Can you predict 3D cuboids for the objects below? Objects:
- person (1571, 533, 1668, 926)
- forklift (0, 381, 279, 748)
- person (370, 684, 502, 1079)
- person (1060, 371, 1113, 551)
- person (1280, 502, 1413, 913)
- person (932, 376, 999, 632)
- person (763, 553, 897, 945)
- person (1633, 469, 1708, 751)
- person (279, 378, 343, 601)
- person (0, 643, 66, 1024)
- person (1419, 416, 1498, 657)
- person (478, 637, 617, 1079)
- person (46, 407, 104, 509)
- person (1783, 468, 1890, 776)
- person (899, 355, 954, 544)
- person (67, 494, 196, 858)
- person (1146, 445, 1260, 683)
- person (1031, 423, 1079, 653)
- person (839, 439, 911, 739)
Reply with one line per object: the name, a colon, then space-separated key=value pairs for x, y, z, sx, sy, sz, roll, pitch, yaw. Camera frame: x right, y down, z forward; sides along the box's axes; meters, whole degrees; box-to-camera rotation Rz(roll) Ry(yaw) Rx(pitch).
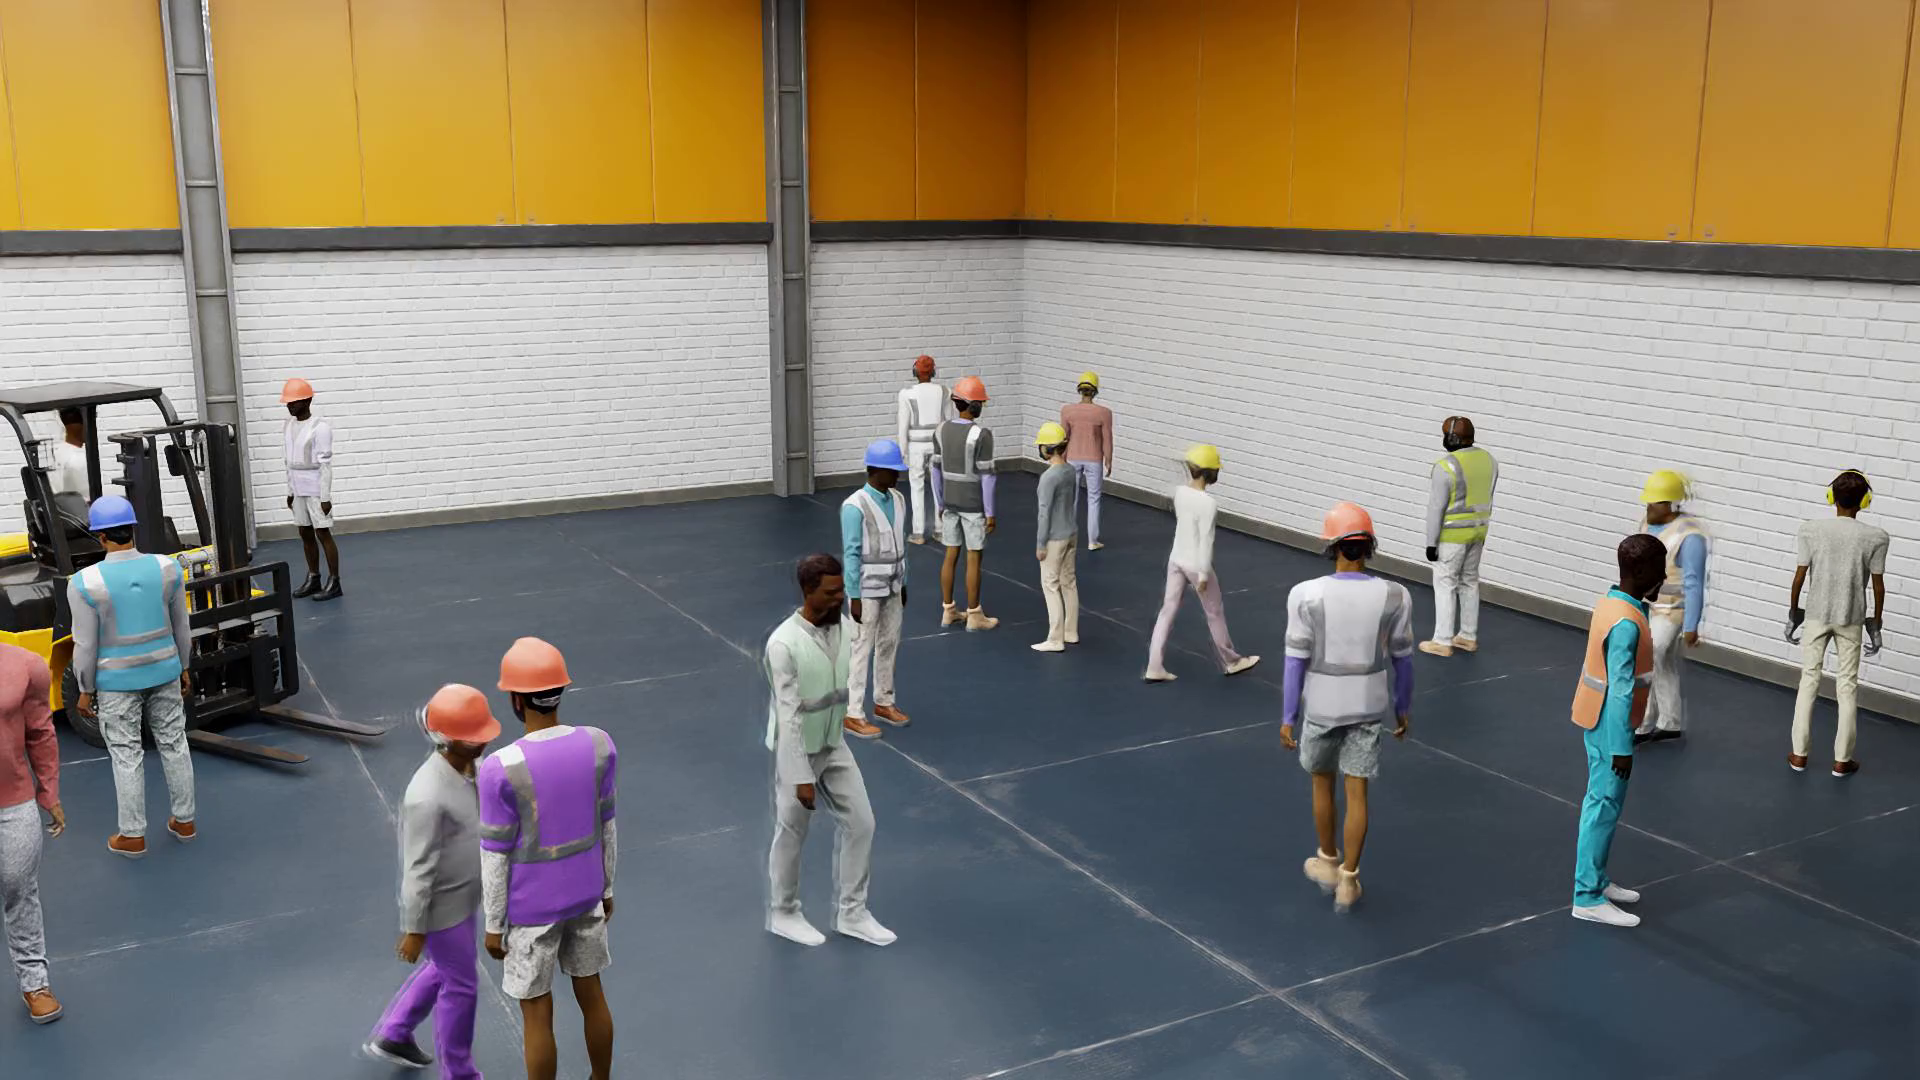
person: x=3.162 y=0.903 z=8.047 sx=0.397 sy=1.911 sz=0.587 roll=4 pitch=13 yaw=18
forklift: x=-5.853 y=0.085 z=11.199 sx=2.313 sy=2.155 sz=1.214 roll=7 pitch=14 yaw=28
person: x=-2.009 y=1.353 z=6.380 sx=0.623 sy=1.725 sz=0.587 roll=0 pitch=12 yaw=2
person: x=1.230 y=-0.769 z=16.243 sx=0.532 sy=1.758 sz=0.345 roll=3 pitch=13 yaw=16
person: x=1.904 y=0.807 z=8.221 sx=0.657 sy=2.024 sz=0.566 roll=0 pitch=12 yaw=1
person: x=0.060 y=-0.289 z=13.311 sx=0.610 sy=2.042 sz=0.396 roll=11 pitch=16 yaw=42
person: x=-0.606 y=1.006 z=7.651 sx=0.748 sy=1.869 sz=0.587 roll=8 pitch=14 yaw=33
person: x=4.334 y=0.440 z=10.456 sx=0.682 sy=1.800 sz=0.603 roll=-1 pitch=12 yaw=-2
person: x=-5.595 y=-0.430 z=14.260 sx=0.540 sy=1.930 sz=0.383 roll=8 pitch=14 yaw=33
person: x=-4.084 y=1.124 z=6.948 sx=0.627 sy=1.934 sz=0.371 roll=-9 pitch=15 yaw=-36
person: x=3.760 y=-0.027 z=12.586 sx=0.639 sy=1.831 sz=0.429 roll=-7 pitch=14 yaw=-30
person: x=-1.516 y=1.302 z=6.120 sx=0.387 sy=1.931 sz=0.543 roll=12 pitch=17 yaw=44
person: x=-6.629 y=-0.103 z=12.684 sx=0.659 sy=1.932 sz=0.531 roll=9 pitch=15 yaw=36
person: x=5.281 y=0.495 z=10.045 sx=0.538 sy=1.869 sz=0.313 roll=7 pitch=14 yaw=31
person: x=-0.337 y=-0.904 z=16.570 sx=0.585 sy=1.884 sz=0.341 roll=-4 pitch=13 yaw=-20
person: x=-4.377 y=0.718 z=8.824 sx=0.397 sy=1.944 sz=0.602 roll=10 pitch=16 yaw=40
person: x=1.721 y=0.172 z=11.905 sx=0.900 sy=1.718 sz=0.537 roll=-6 pitch=13 yaw=-26
person: x=0.718 y=-0.019 z=12.729 sx=0.344 sy=1.760 sz=0.535 roll=7 pitch=14 yaw=29
person: x=-0.531 y=0.305 z=10.787 sx=0.415 sy=1.933 sz=0.618 roll=8 pitch=15 yaw=34
